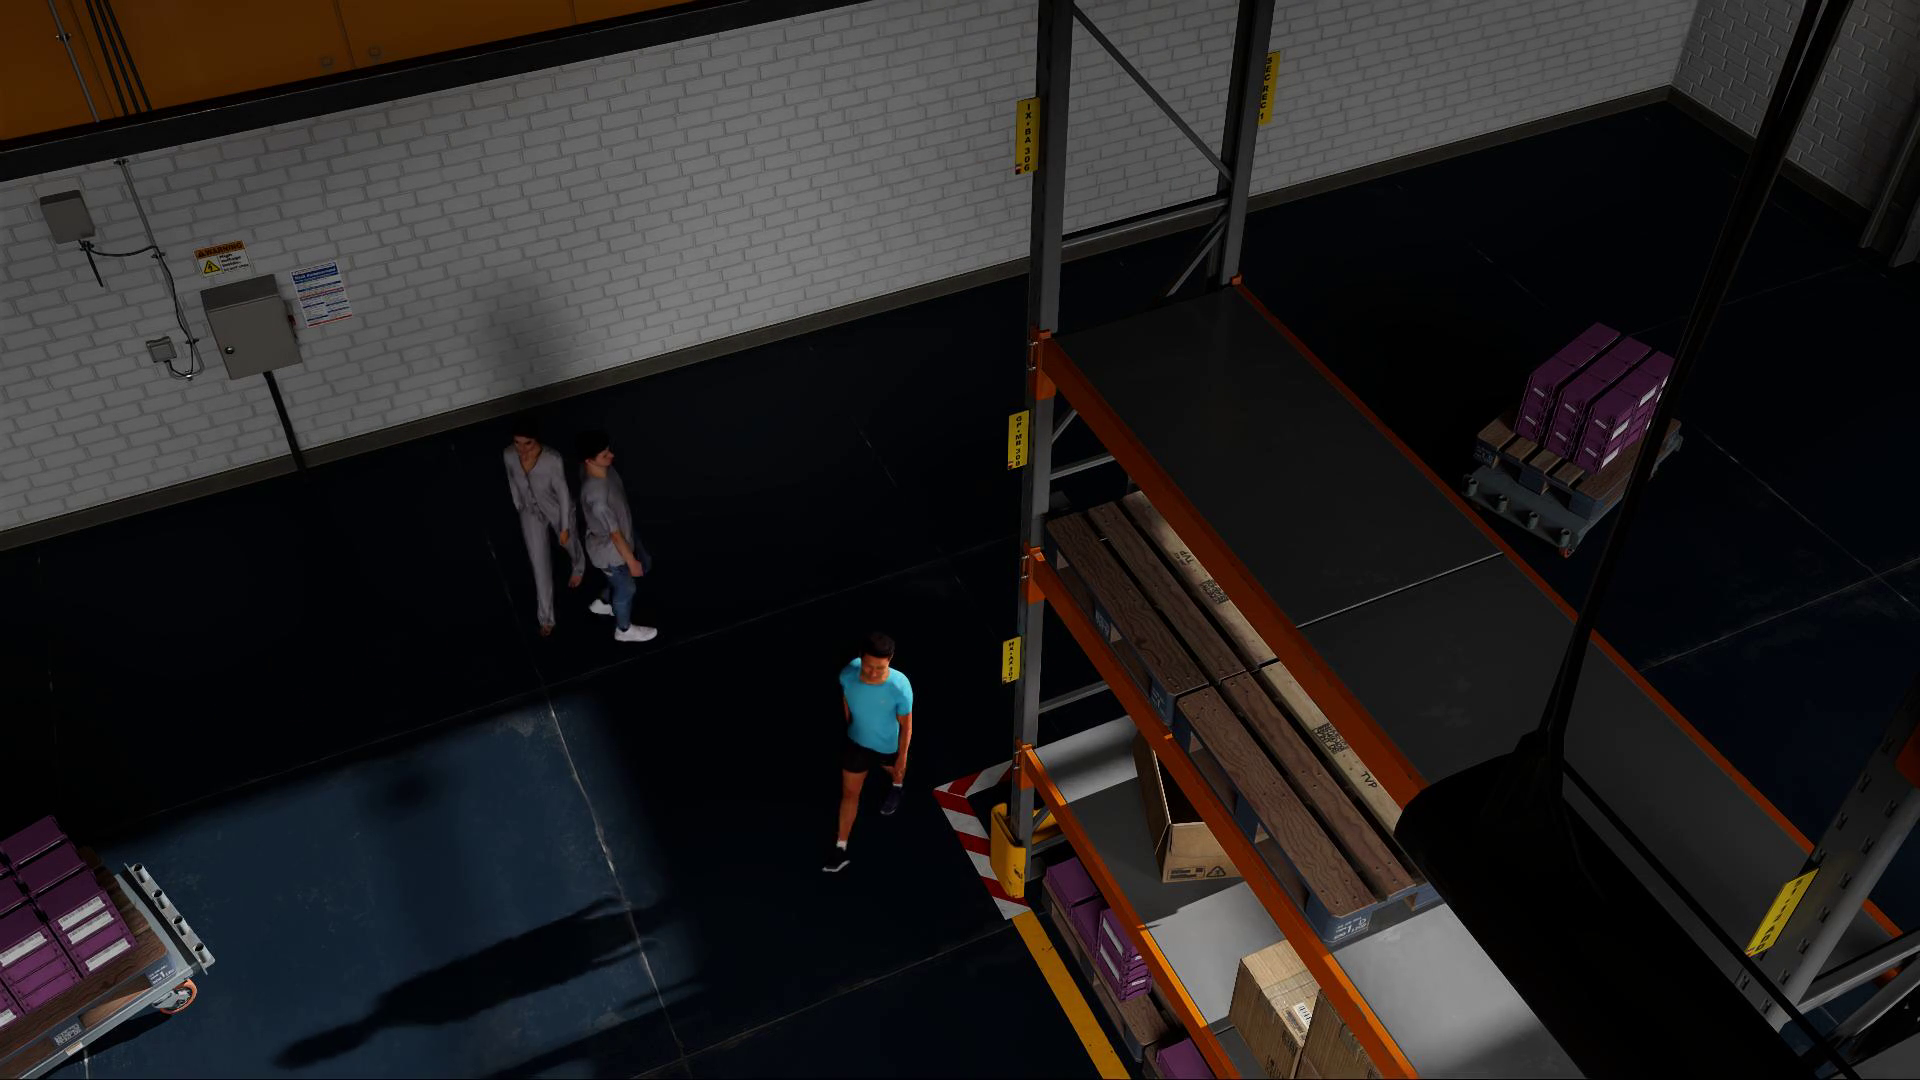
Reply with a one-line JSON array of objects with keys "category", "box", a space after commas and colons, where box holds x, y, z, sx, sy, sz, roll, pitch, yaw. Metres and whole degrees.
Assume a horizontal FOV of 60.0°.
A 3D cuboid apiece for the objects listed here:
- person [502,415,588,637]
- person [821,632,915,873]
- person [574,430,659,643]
[{"category": "person", "box": [-2.759, -0.252, 11.210, 0.927, 1.736, 1.121, 7, 44, 7]}, {"category": "person", "box": [-0.441, 1.104, 9.788, 1.129, 1.735, 1.150, 19, 47, 18]}, {"category": "person", "box": [-2.349, 0.010, 10.837, 0.847, 1.872, 0.764, -7, 44, -7]}]
